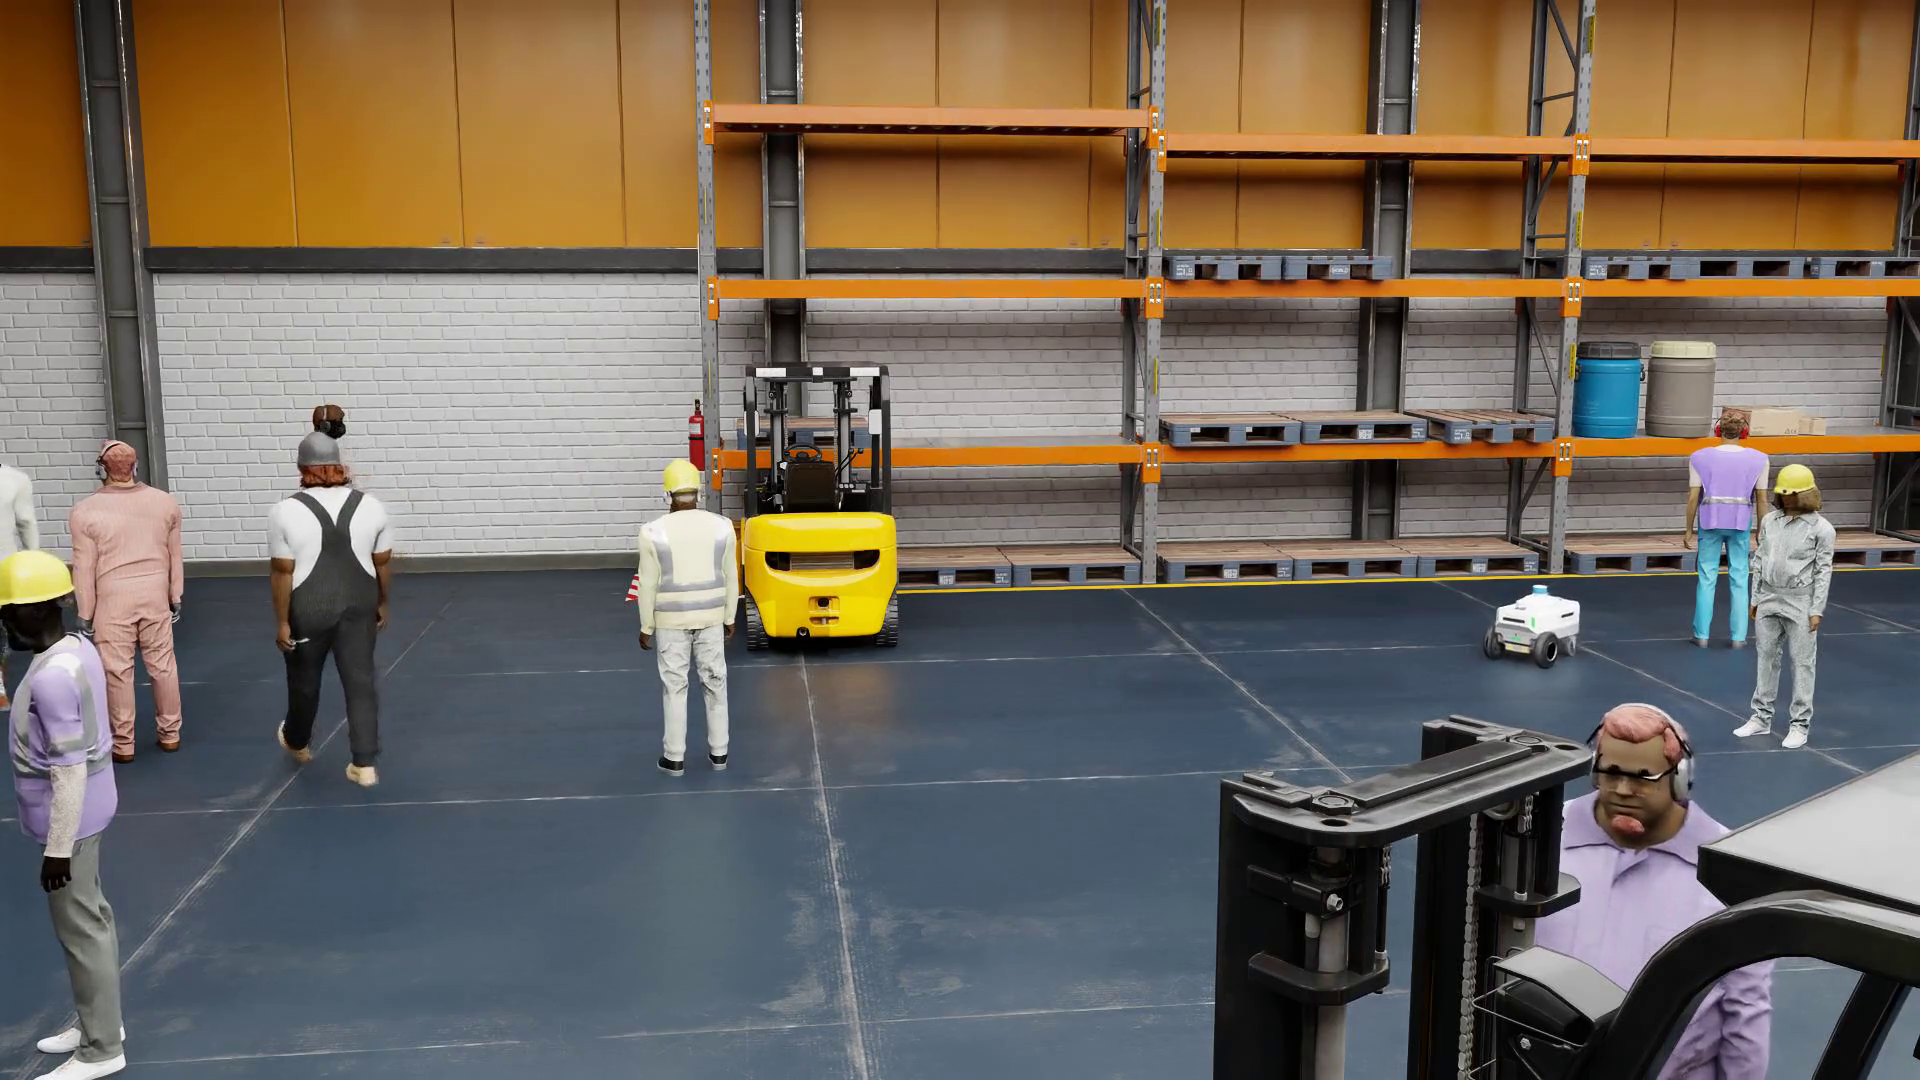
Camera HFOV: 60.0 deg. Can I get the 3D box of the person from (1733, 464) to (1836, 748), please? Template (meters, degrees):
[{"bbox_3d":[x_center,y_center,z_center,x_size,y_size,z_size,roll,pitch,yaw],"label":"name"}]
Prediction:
[{"bbox_3d":[5.060,0.397,10.187,0.304,1.740,0.485,-6,11,-32],"label":"person"}]

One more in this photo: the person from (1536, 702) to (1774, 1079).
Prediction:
[{"bbox_3d":[1.565,1.312,3.977,0.639,1.900,0.401,7,11,37],"label":"person"}]

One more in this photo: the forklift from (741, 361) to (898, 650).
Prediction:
[{"bbox_3d":[-1.154,-0.340,13.365,1.214,2.155,2.313,-1,9,-7],"label":"forklift"}]

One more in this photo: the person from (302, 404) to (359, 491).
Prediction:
[{"bbox_3d":[-5.079,-0.179,13.459,0.429,1.841,0.634,-3,10,-20],"label":"person"}]

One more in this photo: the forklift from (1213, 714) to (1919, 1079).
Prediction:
[{"bbox_3d":[1.441,1.425,2.350,1.214,2.155,2.313,-7,12,-39],"label":"forklift"}]

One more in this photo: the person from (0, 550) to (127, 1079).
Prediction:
[{"bbox_3d":[-3.211,0.985,5.929,0.373,1.924,0.594,-4,10,-24],"label":"person"}]

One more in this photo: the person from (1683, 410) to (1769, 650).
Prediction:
[{"bbox_3d":[5.878,-0.073,12.783,0.570,1.843,0.372,3,10,18],"label":"person"}]

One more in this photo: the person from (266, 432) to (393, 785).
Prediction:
[{"bbox_3d":[-3.643,0.345,9.569,0.705,2.000,1.013,-7,11,-37],"label":"person"}]

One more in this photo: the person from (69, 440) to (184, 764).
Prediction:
[{"bbox_3d":[-4.934,0.362,9.864,0.410,1.913,0.643,7,11,37],"label":"person"}]

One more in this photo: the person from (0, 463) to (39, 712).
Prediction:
[{"bbox_3d":[-6.514,0.163,11.120,0.629,1.919,0.712,-8,12,-40],"label":"person"}]

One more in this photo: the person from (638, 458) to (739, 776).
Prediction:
[{"bbox_3d":[-1.570,0.444,9.591,0.588,1.836,0.403,-4,10,-24],"label":"person"}]

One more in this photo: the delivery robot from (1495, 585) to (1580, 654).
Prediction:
[{"bbox_3d":[4.321,0.581,12.426,0.707,0.478,0.477,-8,12,-41],"label":"delivery robot"}]
